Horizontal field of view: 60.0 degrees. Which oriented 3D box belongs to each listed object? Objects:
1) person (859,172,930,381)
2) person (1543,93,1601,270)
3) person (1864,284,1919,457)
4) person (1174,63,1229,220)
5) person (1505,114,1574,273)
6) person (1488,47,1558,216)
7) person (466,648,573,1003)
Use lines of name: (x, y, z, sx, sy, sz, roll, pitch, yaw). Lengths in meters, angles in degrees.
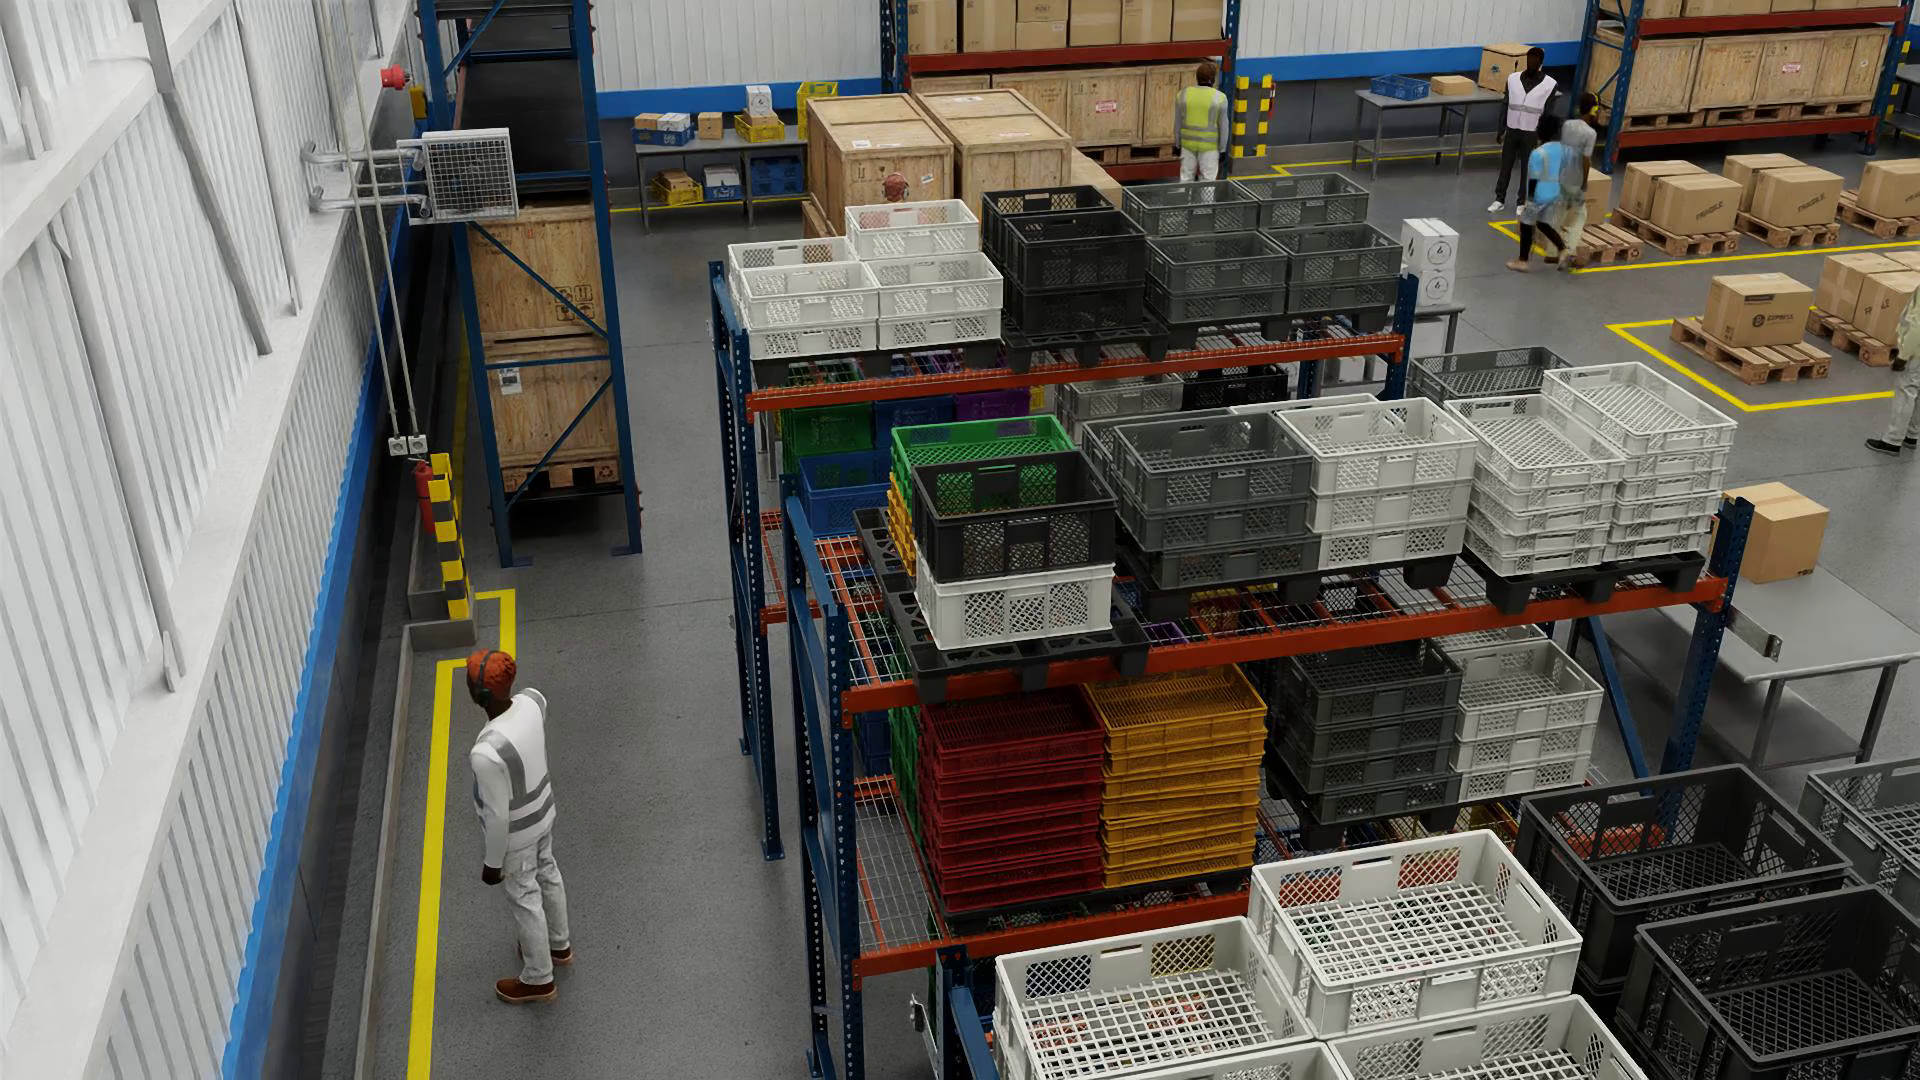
person: (-0.558, -2.285, 14.626, 0.645, 1.900, 0.397, 1, 28, 2)
person: (6.452, -3.753, 17.461, 0.409, 1.851, 0.553, -12, 30, -22)
person: (7.696, -1.563, 13.329, 0.627, 1.824, 0.403, -17, 32, -29)
person: (2.722, -4.449, 18.787, 0.630, 1.840, 0.429, 14, 31, 24)
person: (6.111, -3.562, 17.270, 0.543, 1.676, 0.624, -21, 34, -35)
person: (6.516, -4.731, 19.237, 0.588, 1.922, 0.392, 16, 32, 27)
person: (-2.076, 1.331, 7.776, 0.353, 1.883, 0.578, 4, 28, 8)
